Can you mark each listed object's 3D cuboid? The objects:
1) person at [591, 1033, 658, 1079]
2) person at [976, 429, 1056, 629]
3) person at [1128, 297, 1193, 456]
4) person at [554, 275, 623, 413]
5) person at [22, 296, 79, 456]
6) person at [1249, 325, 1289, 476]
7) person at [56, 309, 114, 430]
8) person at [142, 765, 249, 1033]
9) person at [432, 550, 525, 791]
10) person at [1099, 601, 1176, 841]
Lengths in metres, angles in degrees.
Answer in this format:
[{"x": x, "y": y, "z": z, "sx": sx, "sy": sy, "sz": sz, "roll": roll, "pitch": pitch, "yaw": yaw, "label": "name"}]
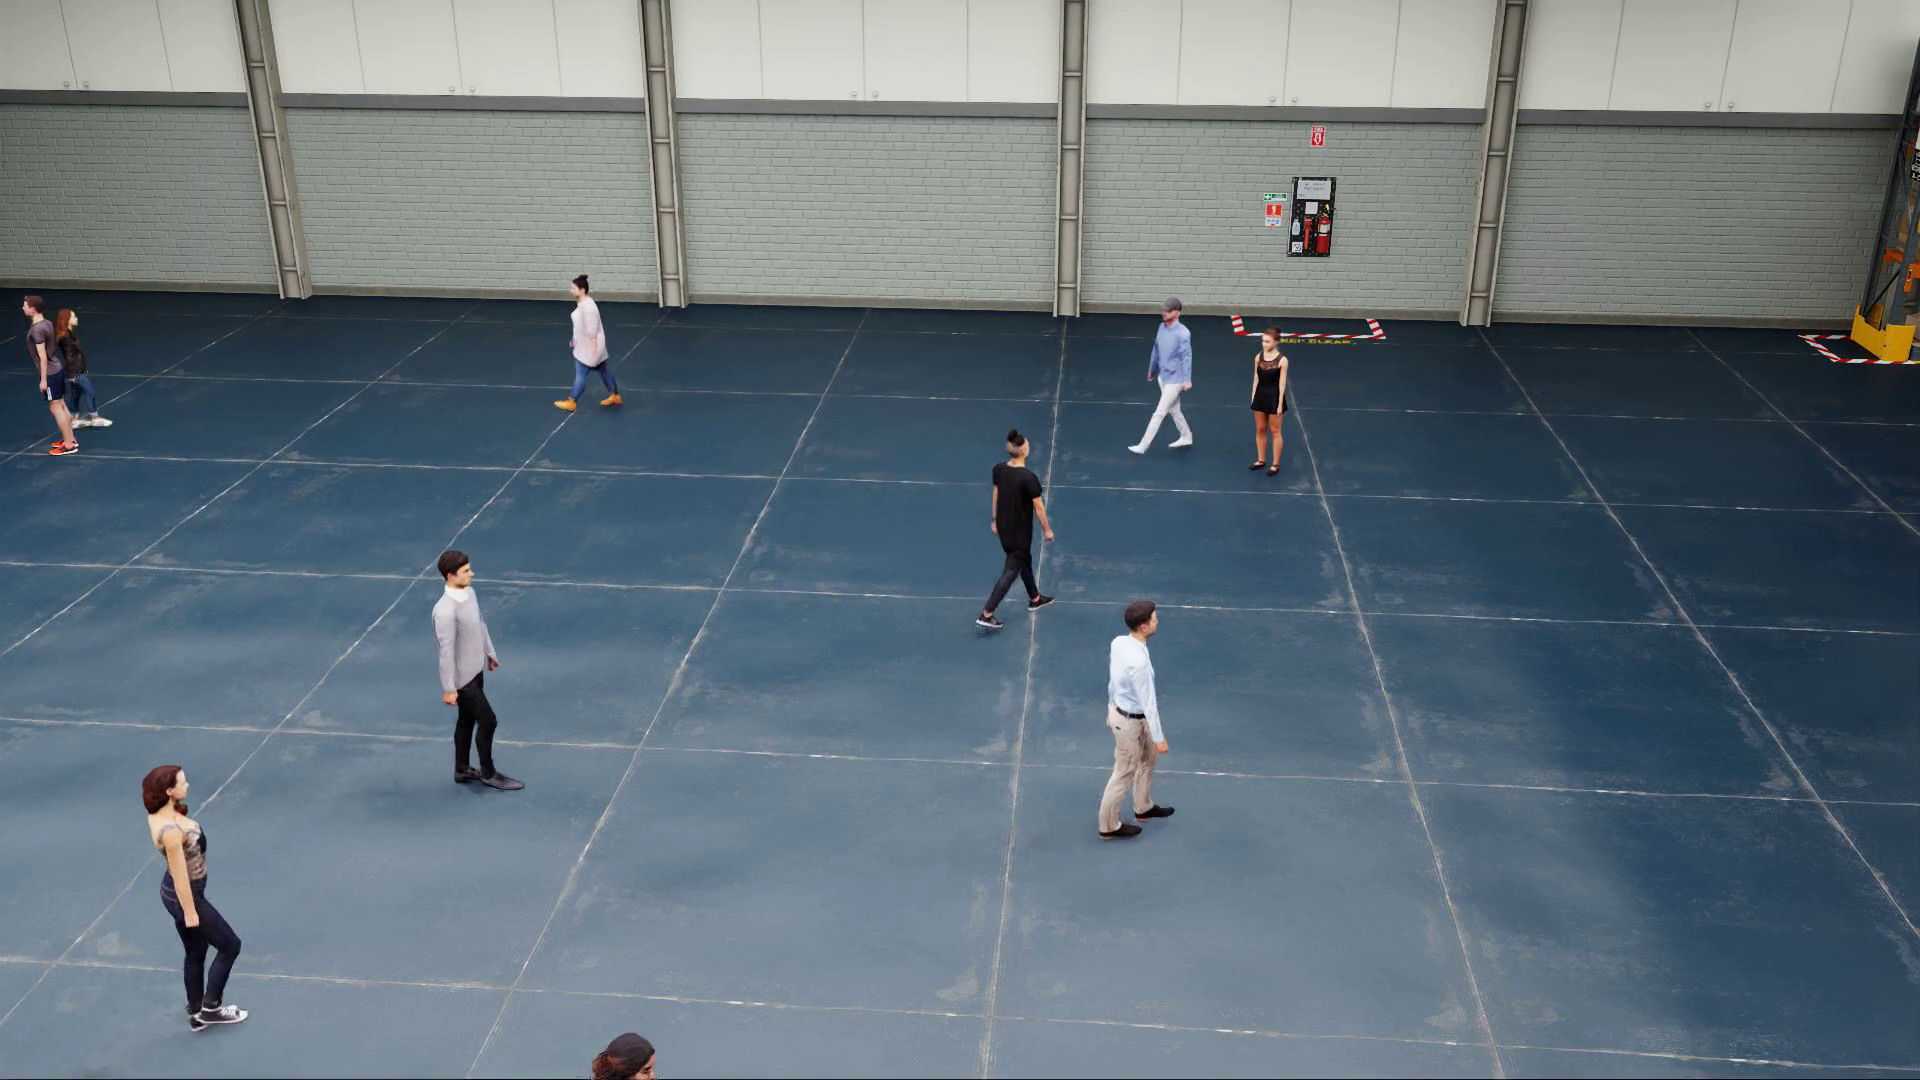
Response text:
[{"x": -1.558, "y": 3.030, "z": 7.678, "sx": 0.757, "sy": 1.713, "sz": 0.812, "roll": -13, "pitch": 26, "yaw": -28, "label": "person"}, {"x": 0.443, "y": -0.071, "z": 14.830, "sx": 1.279, "sy": 1.822, "sz": 1.182, "roll": -16, "pitch": 28, "yaw": -34, "label": "person"}, {"x": 2.479, "y": -1.849, "z": 19.005, "sx": 1.291, "sy": 1.828, "sz": 1.092, "roll": -10, "pitch": 25, "yaw": -23, "label": "person"}, {"x": -4.472, "y": -2.419, "z": 20.508, "sx": 1.167, "sy": 1.699, "sz": 0.924, "roll": -6, "pitch": 24, "yaw": -13, "label": "person"}, {"x": -10.452, "y": -1.906, "z": 19.107, "sx": 0.685, "sy": 1.853, "sz": 0.719, "roll": -7, "pitch": 24, "yaw": -16, "label": "person"}, {"x": 3.456, "y": -1.570, "z": 18.537, "sx": 0.674, "sy": 1.681, "sz": 0.752, "roll": 20, "pitch": 30, "yaw": 38, "label": "person"}, {"x": -10.654, "y": -2.026, "z": 19.882, "sx": 0.816, "sy": 1.467, "sz": 0.751, "roll": -10, "pitch": 25, "yaw": -22, "label": "person"}, {"x": -4.598, "y": 2.137, "z": 9.718, "sx": 0.777, "sy": 1.761, "sz": 0.730, "roll": -16, "pitch": 28, "yaw": -32, "label": "person"}, {"x": -3.742, "y": 0.974, "z": 12.266, "sx": 0.815, "sy": 1.907, "sz": 0.800, "roll": 0, "pitch": 23, "yaw": 0, "label": "person"}, {"x": 1.116, "y": 1.292, "z": 11.617, "sx": 0.910, "sy": 1.829, "sz": 0.763, "roll": -3, "pitch": 23, "yaw": -7, "label": "person"}]
